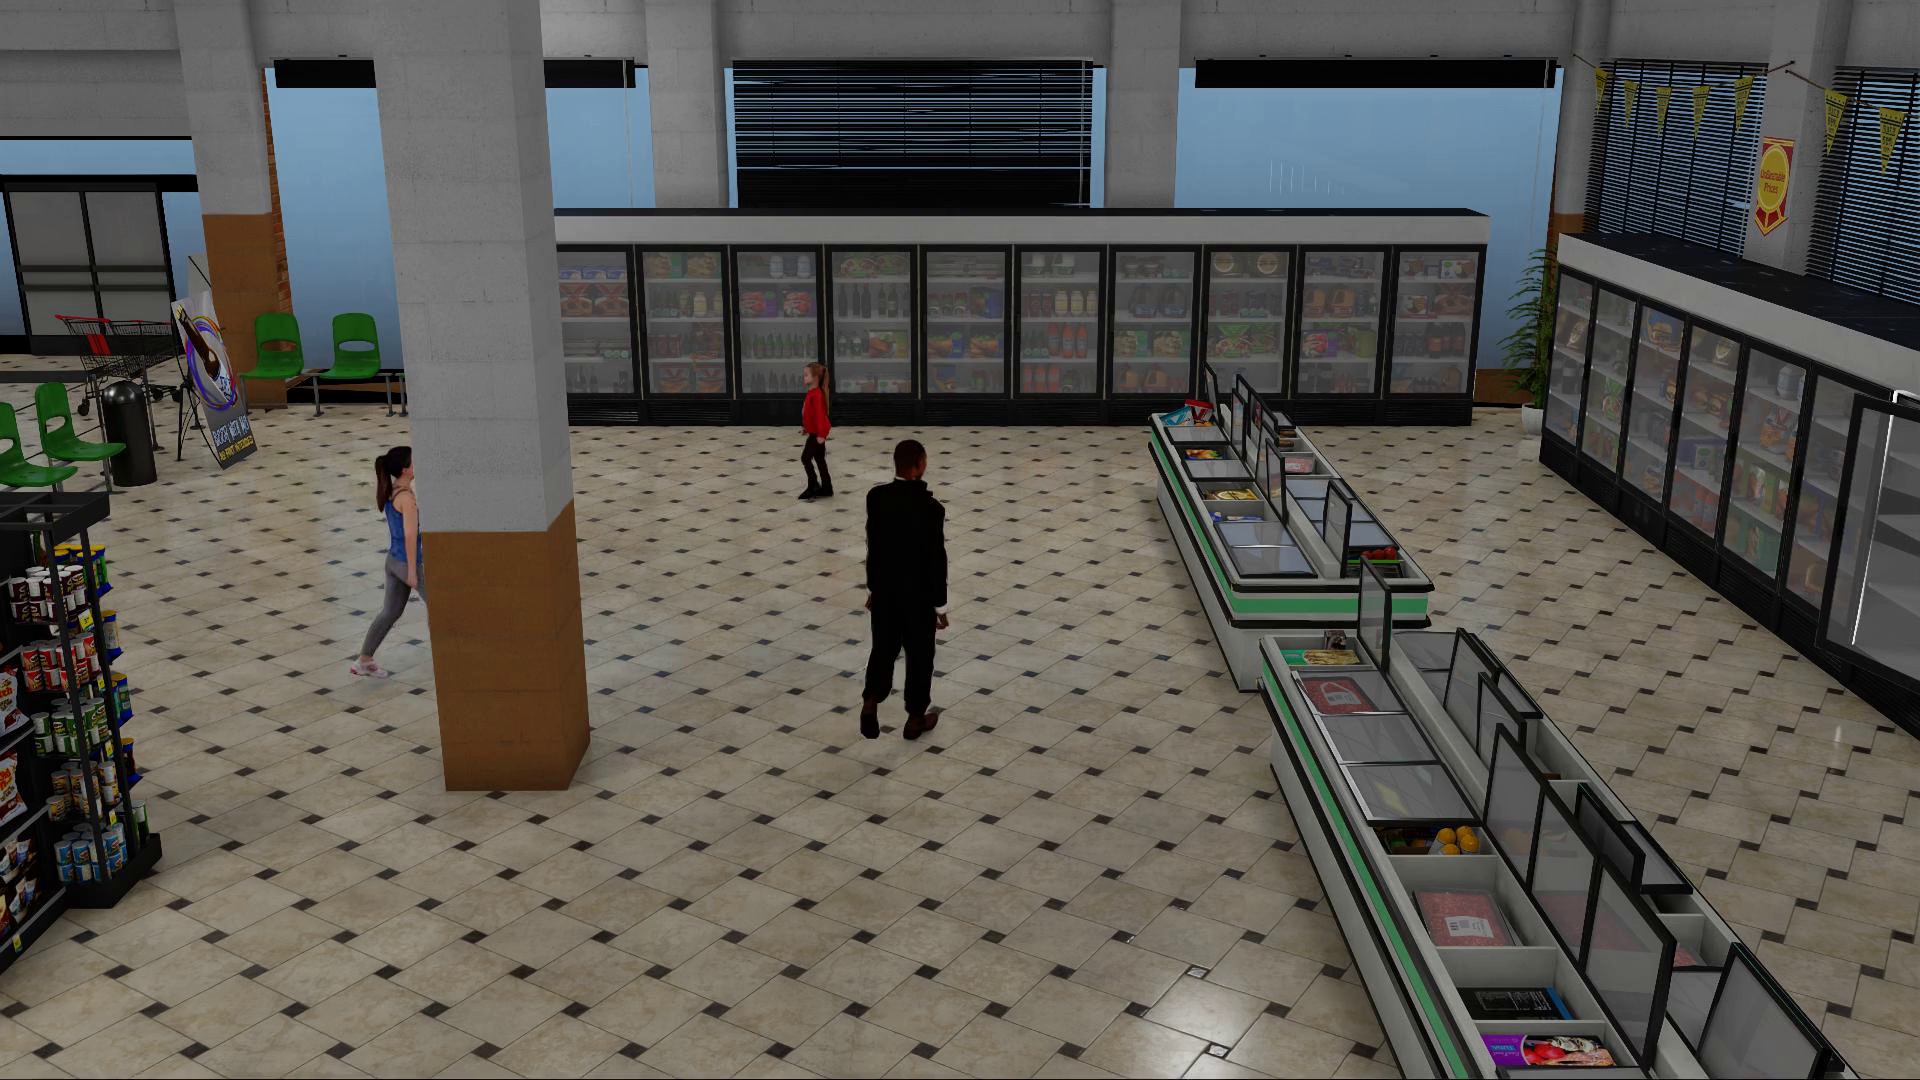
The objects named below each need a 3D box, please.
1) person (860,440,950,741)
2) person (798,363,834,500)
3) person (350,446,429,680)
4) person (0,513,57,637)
[{"bbox_3d":[-0.368,0.346,9.903,0.957,1.888,1.116,8,18,24],"label":"person"},{"bbox_3d":[-1.268,-1.003,15.407,0.623,1.271,0.553,-4,17,-12],"label":"person"},{"bbox_3d":[-3.710,0.195,10.947,1.077,1.572,1.054,-14,22,-39],"label":"person"},{"bbox_3d":[-5.221,0.616,9.379,0.878,1.677,0.835,9,19,27],"label":"person"}]
